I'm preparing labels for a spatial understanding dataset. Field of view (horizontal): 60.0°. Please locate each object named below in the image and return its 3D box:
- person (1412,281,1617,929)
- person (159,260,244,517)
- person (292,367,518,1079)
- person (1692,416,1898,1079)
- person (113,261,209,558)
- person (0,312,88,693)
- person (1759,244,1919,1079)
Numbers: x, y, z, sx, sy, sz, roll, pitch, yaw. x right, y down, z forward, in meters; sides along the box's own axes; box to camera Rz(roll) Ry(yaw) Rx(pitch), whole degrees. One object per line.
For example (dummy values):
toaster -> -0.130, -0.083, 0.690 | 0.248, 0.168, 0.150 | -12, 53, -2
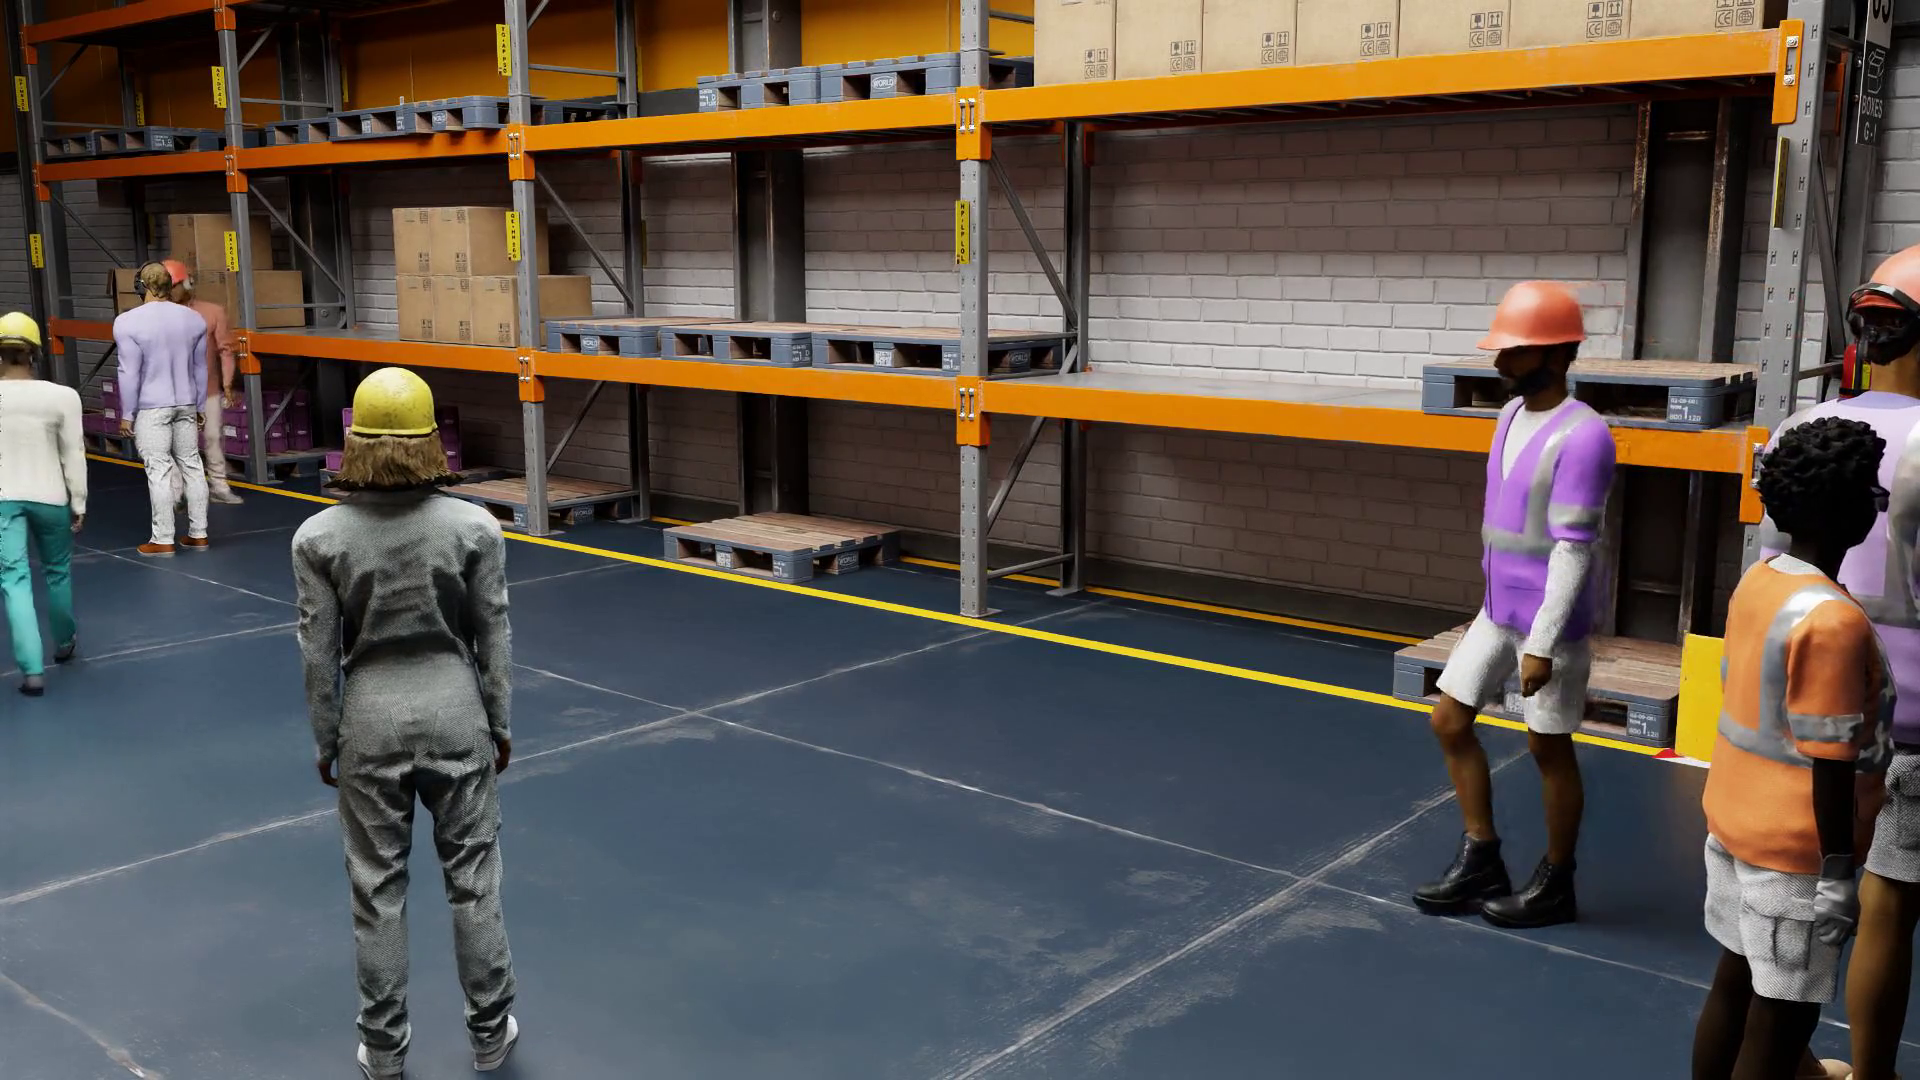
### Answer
person -> 1.597, 0.219, 4.846 | 0.636, 1.920, 0.558 | -2, 10, -10
person -> -5.909, -1.170, 12.801 | 0.648, 1.940, 0.842 | -5, 11, -28
person -> -1.324, 0.457, 4.025 | 0.486, 1.744, 0.294 | -3, 11, -19
person -> 1.670, 0.600, 3.331 | 0.315, 1.700, 0.541 | 2, 10, 9
person -> -5.231, -0.854, 10.933 | 0.372, 1.940, 0.630 | 6, 11, 30
person -> -4.365, -0.189, 7.761 | 0.540, 1.721, 0.888 | -6, 11, -29
person -> 2.054, 0.369, 3.702 | 0.391, 2.034, 0.605 | -3, 10, -17
